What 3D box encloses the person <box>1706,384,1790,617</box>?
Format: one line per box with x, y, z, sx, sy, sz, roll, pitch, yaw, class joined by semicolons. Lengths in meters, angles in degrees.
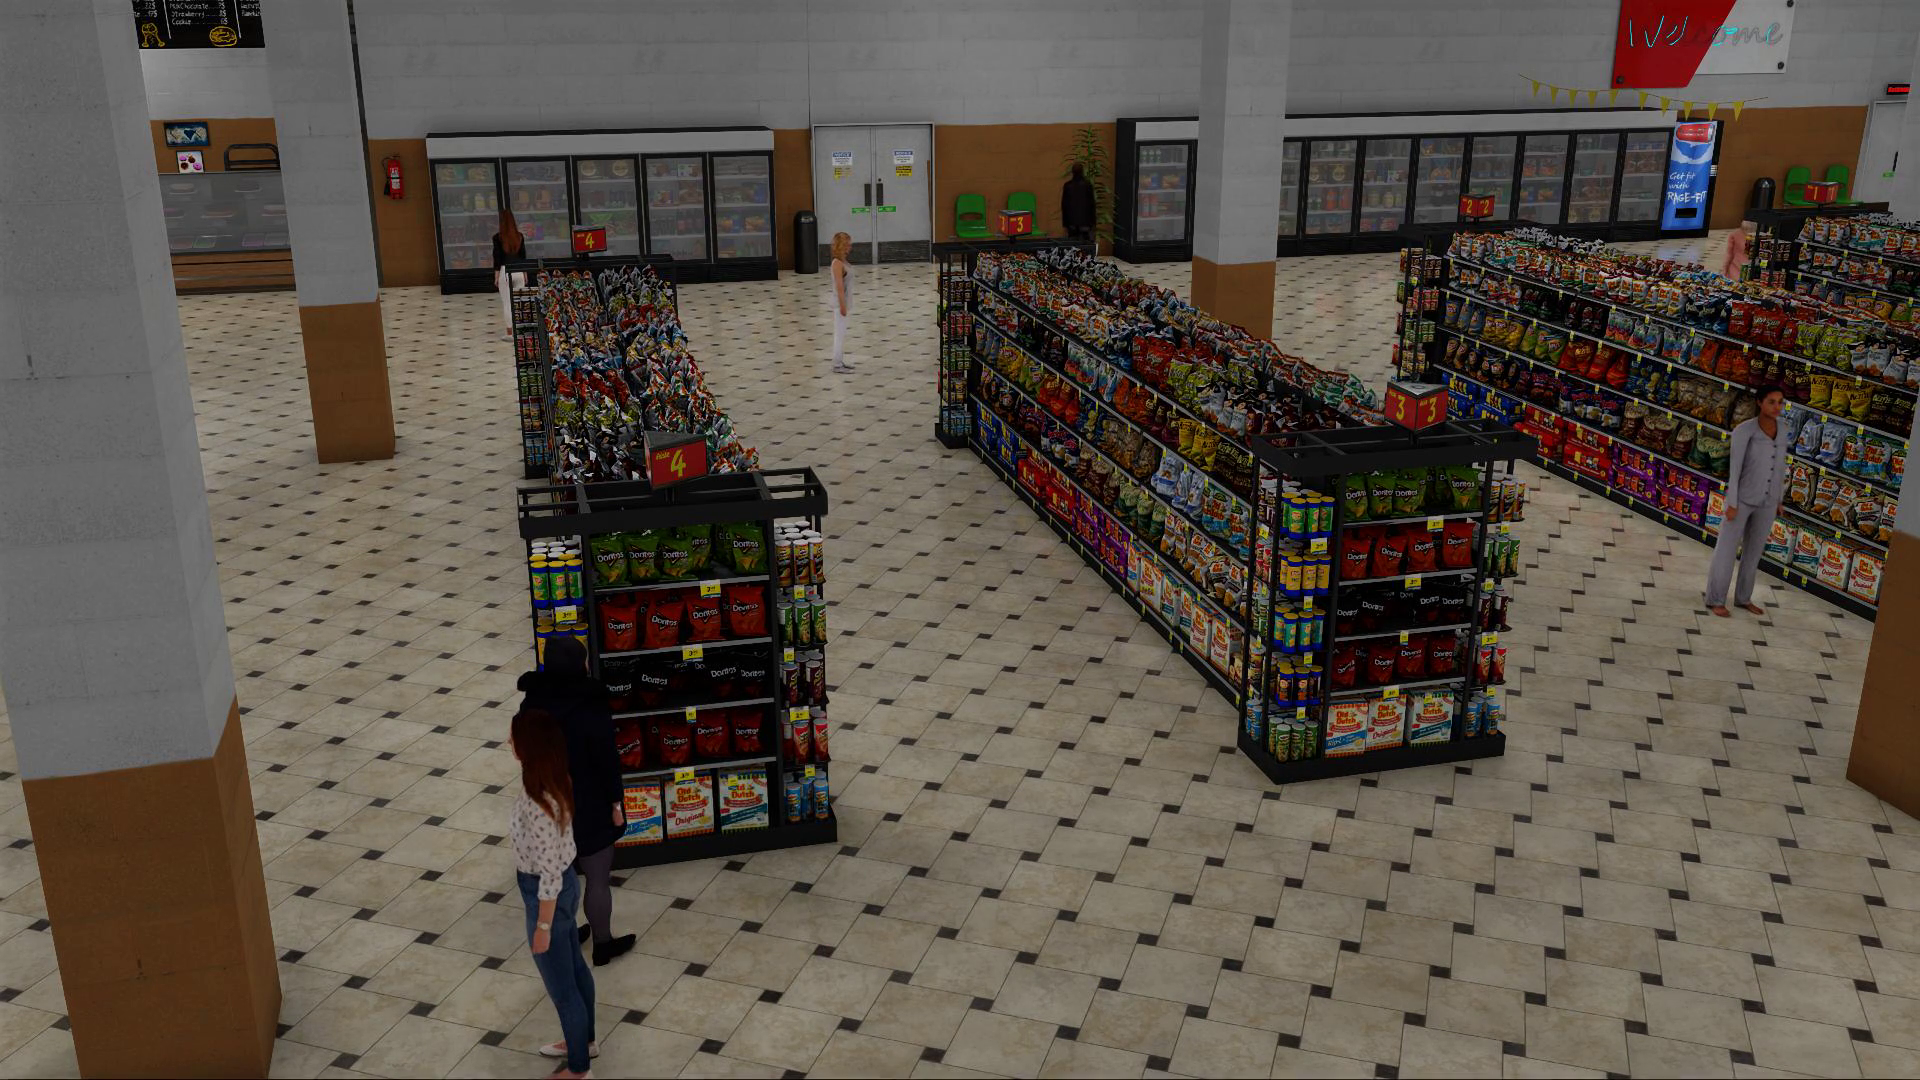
5.838;-0.312;12.279;0.637;1.736;0.551;-4;19;-11;person

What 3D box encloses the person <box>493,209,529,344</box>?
-5.833;-3.438;21.601;0.672;1.704;0.641;-13;23;-33;person

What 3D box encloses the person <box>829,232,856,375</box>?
-1.430;-2.845;19.891;0.696;1.673;0.549;0;19;-1;person

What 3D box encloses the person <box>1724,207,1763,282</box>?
10.130;-3.421;21.555;0.982;1.701;1.012;11;22;30;person

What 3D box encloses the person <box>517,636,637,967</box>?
-1.808;1.222;7.828;0.800;1.674;0.848;8;20;23;person

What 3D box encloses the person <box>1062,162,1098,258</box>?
1.854;-4.971;25.970;0.946;1.817;1.006;7;20;20;person

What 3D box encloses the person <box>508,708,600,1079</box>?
-1.693;1.494;6.935;0.675;1.728;0.489;-1;19;-4;person
